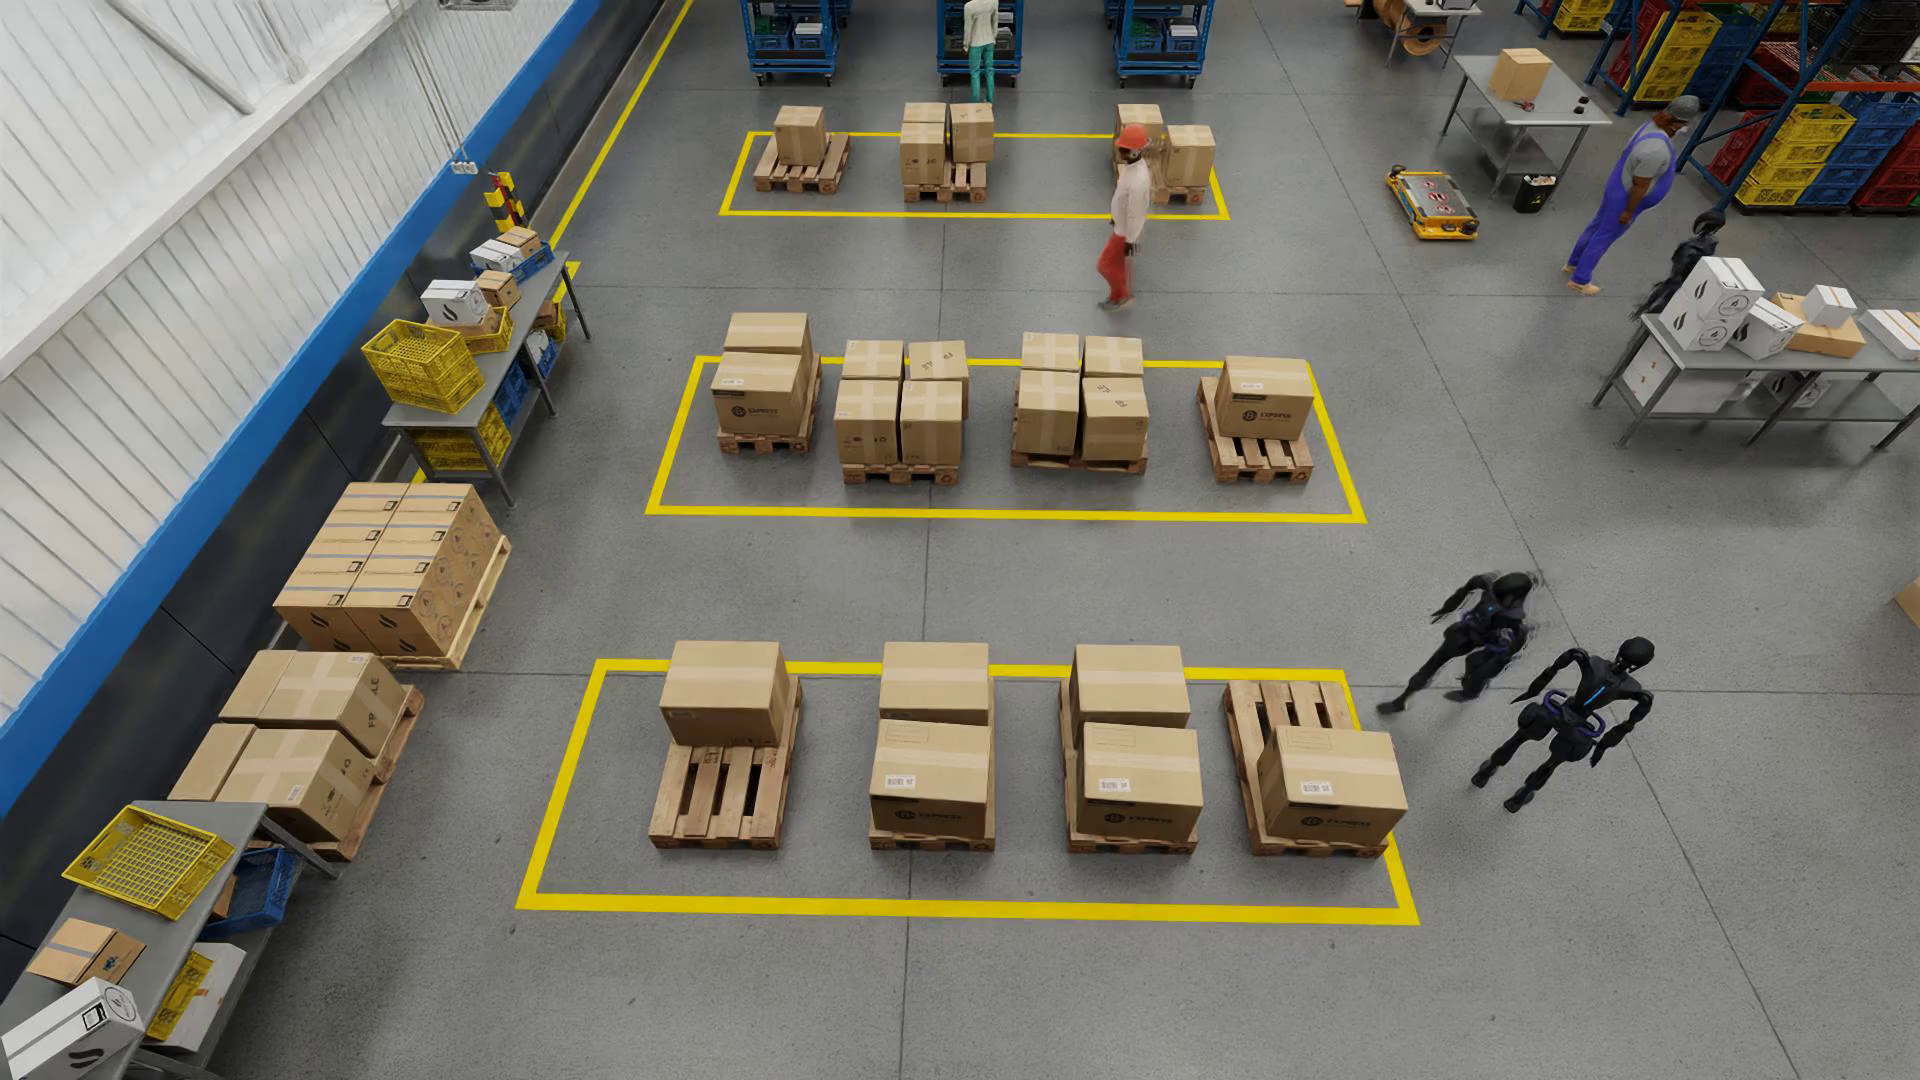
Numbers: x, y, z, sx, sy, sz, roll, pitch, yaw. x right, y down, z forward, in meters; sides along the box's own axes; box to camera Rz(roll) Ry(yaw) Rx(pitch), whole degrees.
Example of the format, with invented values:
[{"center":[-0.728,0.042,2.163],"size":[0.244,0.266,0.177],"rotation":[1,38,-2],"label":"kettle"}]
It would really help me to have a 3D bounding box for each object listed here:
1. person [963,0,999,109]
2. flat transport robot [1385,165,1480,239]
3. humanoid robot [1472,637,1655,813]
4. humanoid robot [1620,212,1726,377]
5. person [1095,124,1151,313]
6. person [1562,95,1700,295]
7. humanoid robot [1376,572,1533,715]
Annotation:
[{"center":[0.269,-6.685,12.331],"size":[0.522,1.766,0.313],"rotation":[-24,53,-20],"label":"person"},{"center":[5.692,-4.094,11.059],"size":[0.652,0.197,1.431],"rotation":[1,49,1],"label":"flat transport robot"},{"center":[3.717,1.118,5.634],"size":[0.357,1.650,0.563],"rotation":[-35,58,-27],"label":"humanoid robot"},{"center":[6.648,-2.278,8.567],"size":[0.737,1.646,0.431],"rotation":[-36,58,-27],"label":"humanoid robot"},{"center":[1.606,-3.136,9.118],"size":[0.461,1.973,0.642],"rotation":[4,49,3],"label":"person"},{"center":[6.919,-3.545,9.431],"size":[0.536,2.000,0.682],"rotation":[14,51,12],"label":"person"},{"center":[3.385,0.656,6.086],"size":[0.801,1.619,0.648],"rotation":[-17,51,-15],"label":"humanoid robot"}]
